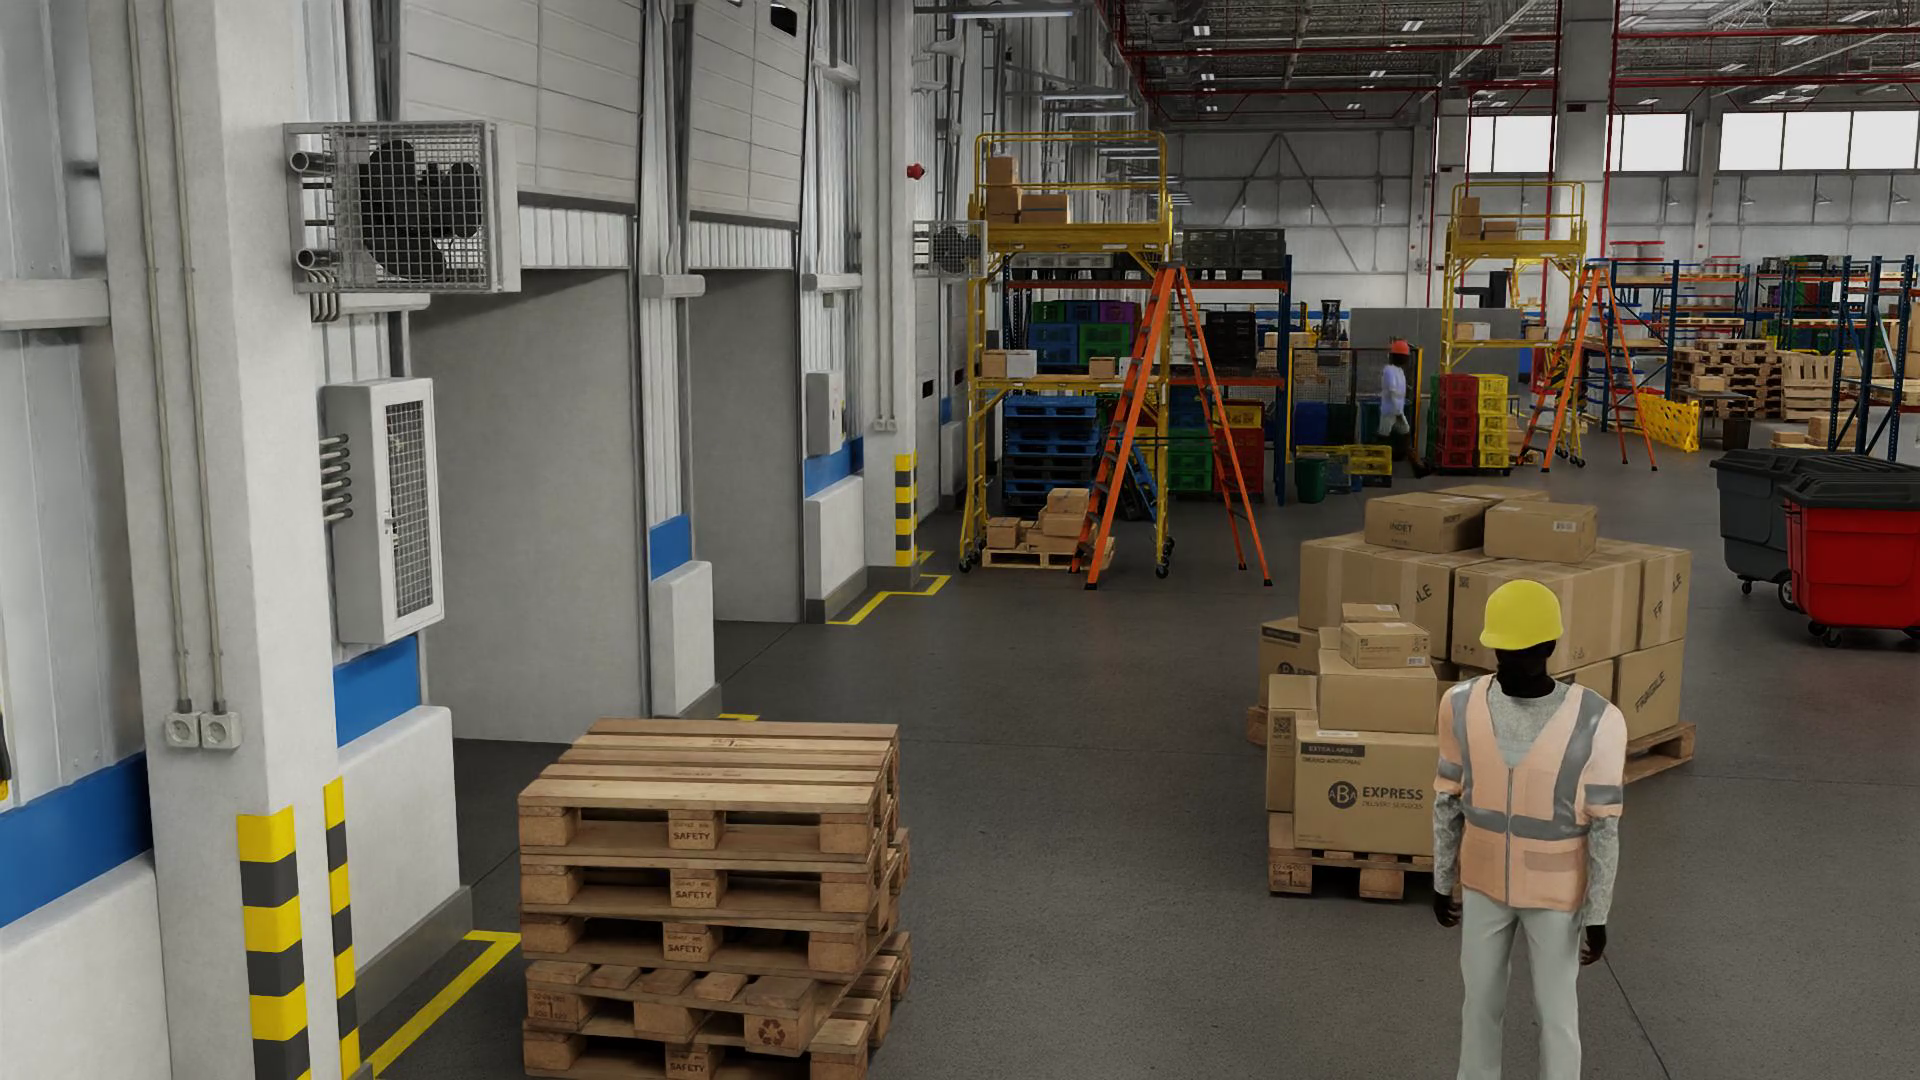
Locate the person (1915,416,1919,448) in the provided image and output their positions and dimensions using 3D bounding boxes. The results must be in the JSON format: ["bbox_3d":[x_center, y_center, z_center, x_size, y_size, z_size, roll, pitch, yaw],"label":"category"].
[{"bbox_3d":[15.597,-2.329,26.668,0.333,1.738,0.487,8,12,39],"label":"person"}]

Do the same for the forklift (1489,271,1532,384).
[{"bbox_3d":[13.422,-5.322,41.591,1.873,2.768,1.129,1,9,9],"label":"forklift"}]

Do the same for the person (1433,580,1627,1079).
[{"bbox_3d":[1.733,1.065,5.167,0.585,1.919,0.397,7,12,37],"label":"person"}]

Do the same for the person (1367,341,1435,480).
[{"bbox_3d":[5.977,-1.747,22.598,0.951,1.886,0.555,7,12,38],"label":"person"}]

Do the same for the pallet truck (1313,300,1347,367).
[{"bbox_3d":[11.159,-6.200,49.718,0.823,1.965,1.885,4,10,26],"label":"pallet truck"}]
